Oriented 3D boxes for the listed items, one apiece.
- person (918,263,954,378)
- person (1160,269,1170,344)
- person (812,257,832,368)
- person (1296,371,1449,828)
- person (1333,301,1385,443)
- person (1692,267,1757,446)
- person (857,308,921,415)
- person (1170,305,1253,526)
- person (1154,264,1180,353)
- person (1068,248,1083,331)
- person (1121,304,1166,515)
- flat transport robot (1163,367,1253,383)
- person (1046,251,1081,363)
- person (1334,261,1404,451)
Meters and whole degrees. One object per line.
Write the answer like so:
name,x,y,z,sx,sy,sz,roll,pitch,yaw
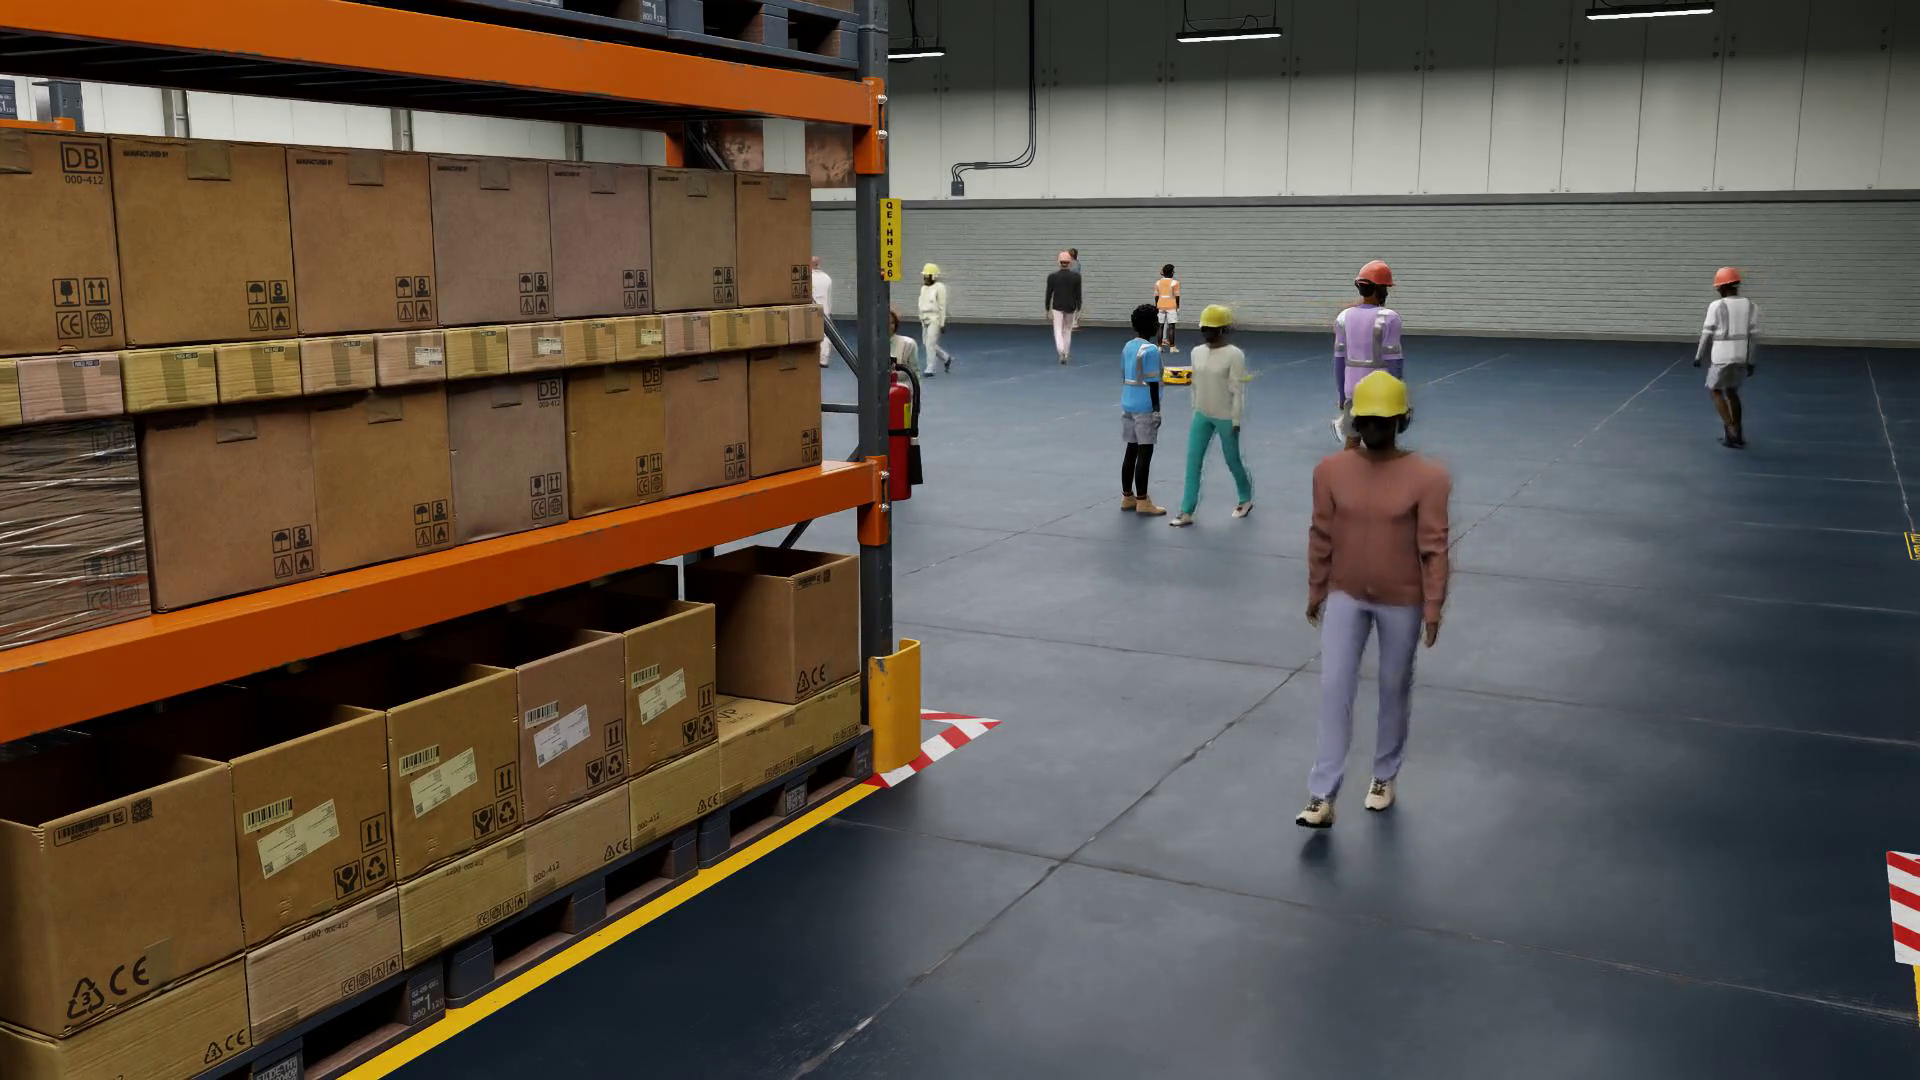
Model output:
person,-0.379,-3.457,26.242,0.673,1.814,0.600,-7,12,-33
person,4.253,-4.847,34.284,0.271,1.632,0.508,-1,10,-7
person,-2.546,-3.888,28.415,0.679,1.869,0.911,-8,13,-36
person,1.533,0.242,6.243,0.551,1.725,0.852,5,12,26
person,4.254,-1.762,17.502,0.519,1.626,0.475,-9,14,-40
person,8.188,-1.944,17.705,0.560,1.906,0.606,-3,11,-14
person,-0.609,-1.169,14.235,0.546,1.618,0.523,0,10,0
person,2.032,-0.987,13.023,0.528,1.717,0.905,9,14,41
person,3.954,-4.406,31.707,0.531,1.697,0.322,7,12,33
person,2.631,-5.860,38.980,0.373,1.940,0.628,-8,13,-36
person,1.477,-1.049,13.401,0.315,1.696,0.541,-4,11,-20
flat transport robot,3.705,-2.541,25.427,1.431,0.197,0.652,-5,11,-25
person,1.819,-4.059,29.089,0.622,1.970,0.859,-1,10,-5
person,3.198,-1.145,12.981,0.371,2.044,0.608,-9,14,-40
